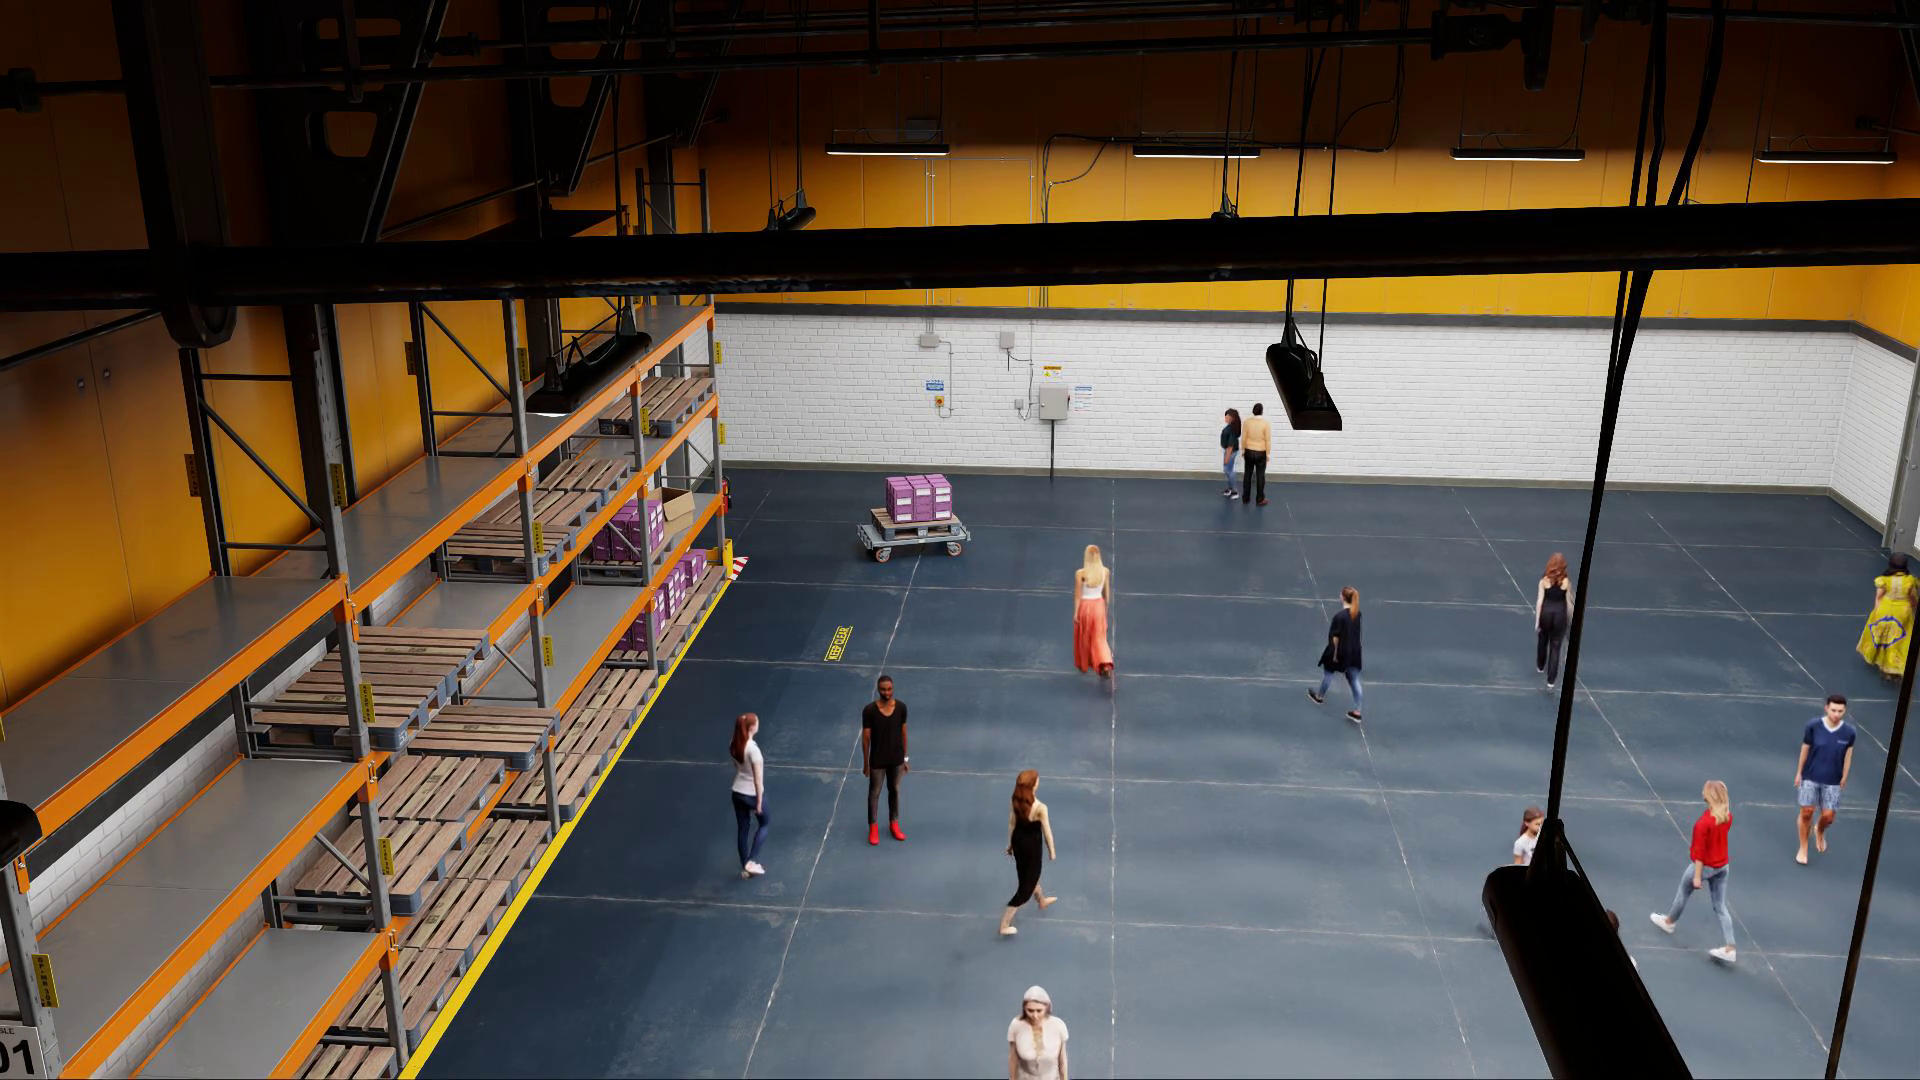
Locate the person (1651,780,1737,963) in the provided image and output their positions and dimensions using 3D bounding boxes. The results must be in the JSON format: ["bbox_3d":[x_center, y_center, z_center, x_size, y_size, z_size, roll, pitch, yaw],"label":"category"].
[{"bbox_3d":[6.835,3.023,15.029,1.028,1.656,1.220,-9,21,-26],"label":"person"}]

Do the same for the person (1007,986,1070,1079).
[{"bbox_3d":[0.571,3.972,12.128,0.702,1.710,1.113,-1,19,-3],"label":"person"}]

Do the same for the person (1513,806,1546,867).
[{"bbox_3d":[5.085,3.081,15.028,0.790,1.548,0.938,-8,20,-23],"label":"person"}]

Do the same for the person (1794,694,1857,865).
[{"bbox_3d":[8.662,2.350,16.749,0.759,1.834,0.844,9,21,25],"label":"person"}]

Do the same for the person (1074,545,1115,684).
[{"bbox_3d":[1.693,0.961,20.962,0.874,1.778,1.169,-5,19,-14],"label":"person"}]

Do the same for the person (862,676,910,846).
[{"bbox_3d":[-0.768,2.234,17.141,0.706,1.805,0.670,-6,19,-17],"label":"person"}]

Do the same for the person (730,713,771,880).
[{"bbox_3d":[-2.148,2.552,16.322,0.669,1.724,0.719,12,22,33],"label":"person"}]

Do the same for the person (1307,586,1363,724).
[{"bbox_3d":[4.670,1.399,19.882,1.016,1.636,1.181,-10,21,-27],"label":"person"}]

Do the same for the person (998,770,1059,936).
[{"bbox_3d":[0.568,2.926,15.441,1.019,1.578,1.151,17,25,41],"label":"person"}]

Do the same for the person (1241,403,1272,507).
[{"bbox_3d":[5.013,-1.469,28.216,0.741,1.753,0.716,10,21,27],"label":"person"}]

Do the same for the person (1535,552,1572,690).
[{"bbox_3d":[7.440,1.041,20.838,0.748,1.705,1.234,5,19,16],"label":"person"}]

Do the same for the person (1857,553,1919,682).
[{"bbox_3d":[11.831,1.008,21.082,0.991,1.614,1.313,8,20,23],"label":"person"}]

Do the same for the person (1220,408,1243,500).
[{"bbox_3d":[4.647,-1.521,28.605,0.741,1.604,0.557,9,21,25],"label":"person"}]
